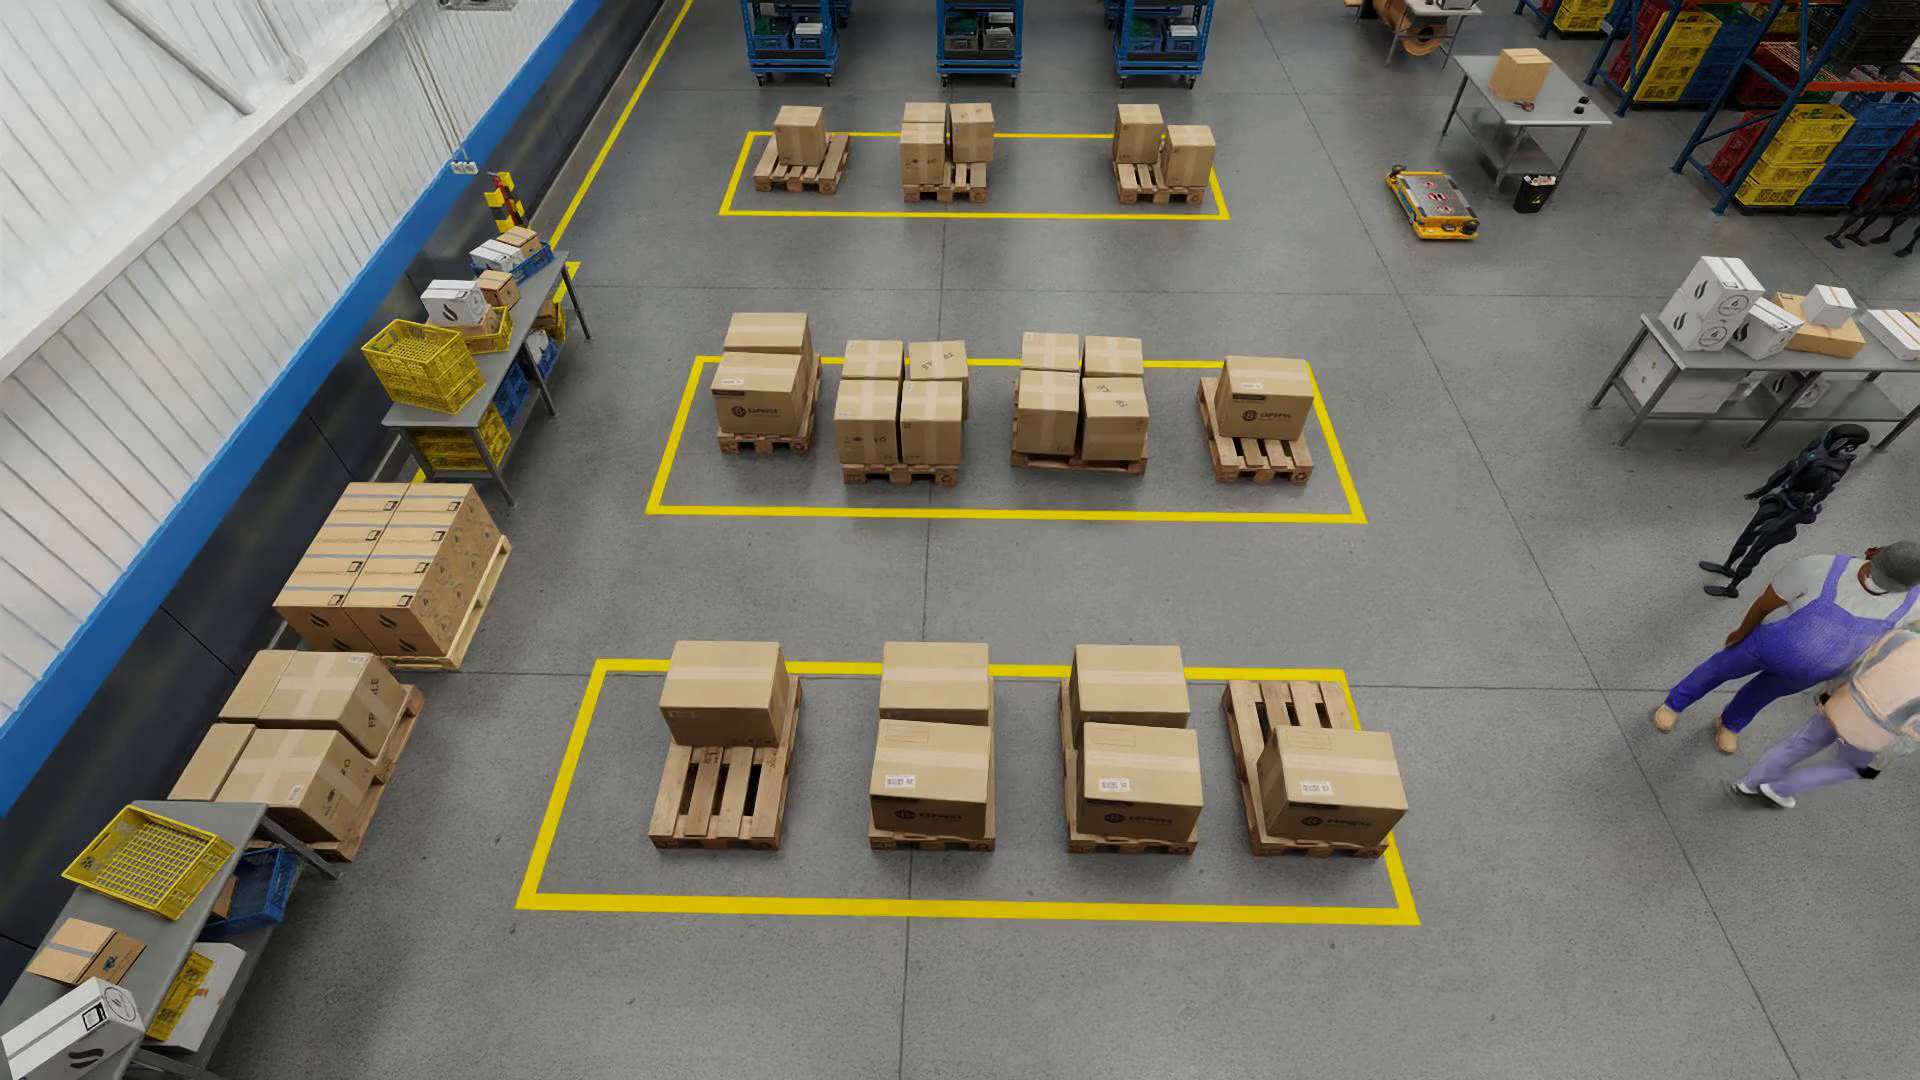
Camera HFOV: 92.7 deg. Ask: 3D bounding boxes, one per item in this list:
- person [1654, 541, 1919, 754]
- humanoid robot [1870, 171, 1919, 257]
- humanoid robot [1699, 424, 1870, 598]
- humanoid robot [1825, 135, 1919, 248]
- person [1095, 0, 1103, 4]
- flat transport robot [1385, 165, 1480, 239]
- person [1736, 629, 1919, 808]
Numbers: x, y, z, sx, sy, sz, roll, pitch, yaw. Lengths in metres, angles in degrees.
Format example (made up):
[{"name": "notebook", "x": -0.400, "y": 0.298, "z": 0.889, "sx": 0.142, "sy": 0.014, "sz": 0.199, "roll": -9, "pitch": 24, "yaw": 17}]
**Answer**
[{"name": "person", "x": 5.261, "y": 0.693, "z": 5.763, "sx": 0.677, "sy": 2.000, "sz": 0.537, "roll": 23, "pitch": 53, "yaw": 19}, {"name": "humanoid robot", "x": 10.742, "y": -3.917, "z": 9.990, "sx": 0.334, "sy": 1.651, "sz": 0.579, "roll": -16, "pitch": 51, "yaw": -13}, {"name": "humanoid robot", "x": 6.093, "y": -0.226, "z": 6.796, "sx": 0.330, "sy": 1.650, "sz": 0.580, "roll": 16, "pitch": 51, "yaw": 14}, {"name": "humanoid robot", "x": 10.337, "y": -3.986, "z": 10.051, "sx": 0.570, "sy": 1.651, "sz": 0.323, "roll": -6, "pitch": 49, "yaw": -5}, {"name": "person", "x": 2.513, "y": -9.847, "z": 14.989, "sx": 0.356, "sy": 1.882, "sz": 0.573, "roll": 21, "pitch": 52, "yaw": 18}, {"name": "flat transport robot", "x": 5.692, "y": -4.094, "z": 11.059, "sx": 0.652, "sy": 0.197, "sz": 1.431, "roll": 1, "pitch": 49, "yaw": 1}, {"name": "person", "x": 5.461, "y": 1.088, "z": 5.507, "sx": 0.465, "sy": 1.902, "sz": 0.606, "roll": -1, "pitch": 49, "yaw": -1}]
